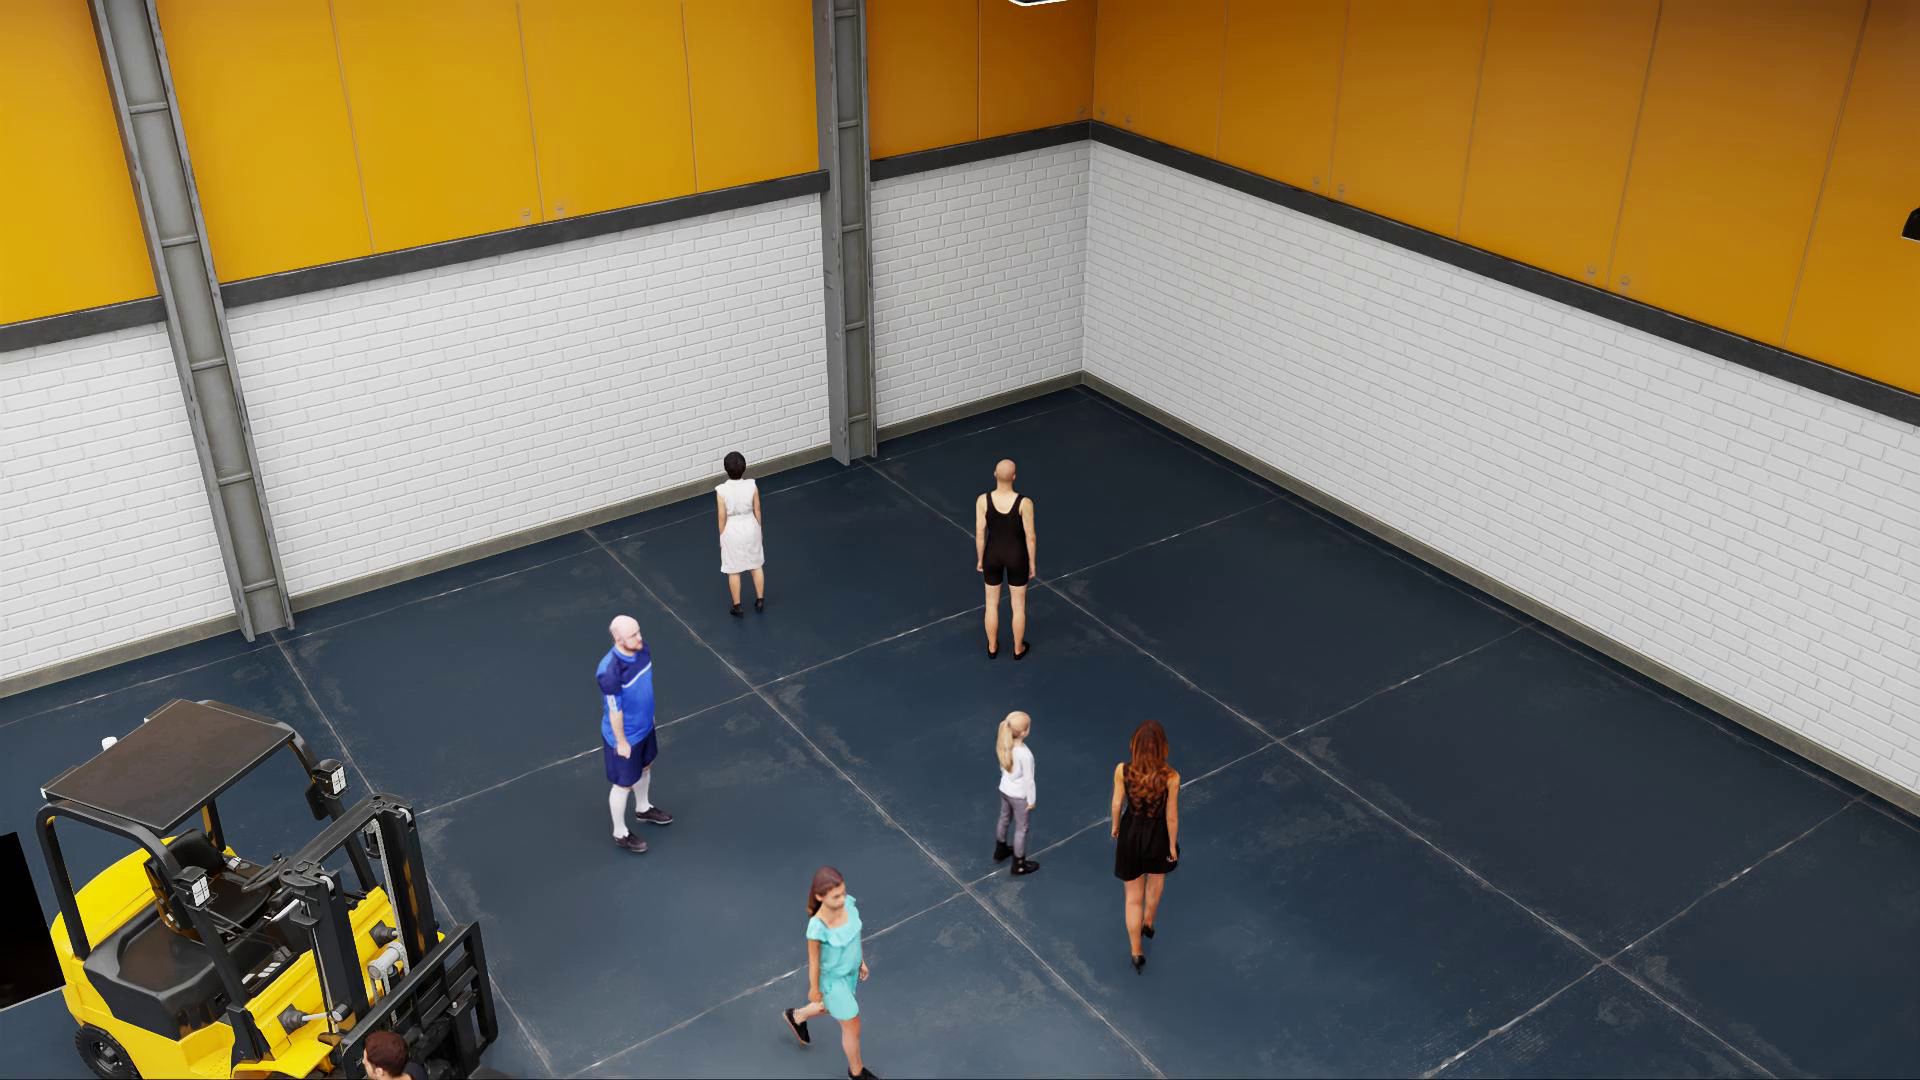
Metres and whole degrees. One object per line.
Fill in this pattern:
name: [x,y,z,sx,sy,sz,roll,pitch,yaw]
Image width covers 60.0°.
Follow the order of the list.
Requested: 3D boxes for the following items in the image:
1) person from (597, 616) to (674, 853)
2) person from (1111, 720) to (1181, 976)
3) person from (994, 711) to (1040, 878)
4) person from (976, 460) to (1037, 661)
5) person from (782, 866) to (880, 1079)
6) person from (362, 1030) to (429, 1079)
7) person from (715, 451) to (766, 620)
person: [-2.297,1.307,11.548,0.817,1.838,0.709,11,30,19]
person: [1.127,1.971,10.349,0.770,1.822,0.831,6,29,11]
person: [0.374,1.720,11.378,0.487,1.277,0.483,-17,33,-29]
person: [0.371,0.167,13.662,0.698,1.815,0.753,5,29,10]
person: [-0.768,2.494,9.684,0.876,1.539,1.012,16,33,27]
person: [-2.573,3.146,8.189,1.233,1.827,1.042,-1,29,-1]
person: [-1.892,-0.049,14.331,0.511,1.555,0.654,-12,31,-22]
